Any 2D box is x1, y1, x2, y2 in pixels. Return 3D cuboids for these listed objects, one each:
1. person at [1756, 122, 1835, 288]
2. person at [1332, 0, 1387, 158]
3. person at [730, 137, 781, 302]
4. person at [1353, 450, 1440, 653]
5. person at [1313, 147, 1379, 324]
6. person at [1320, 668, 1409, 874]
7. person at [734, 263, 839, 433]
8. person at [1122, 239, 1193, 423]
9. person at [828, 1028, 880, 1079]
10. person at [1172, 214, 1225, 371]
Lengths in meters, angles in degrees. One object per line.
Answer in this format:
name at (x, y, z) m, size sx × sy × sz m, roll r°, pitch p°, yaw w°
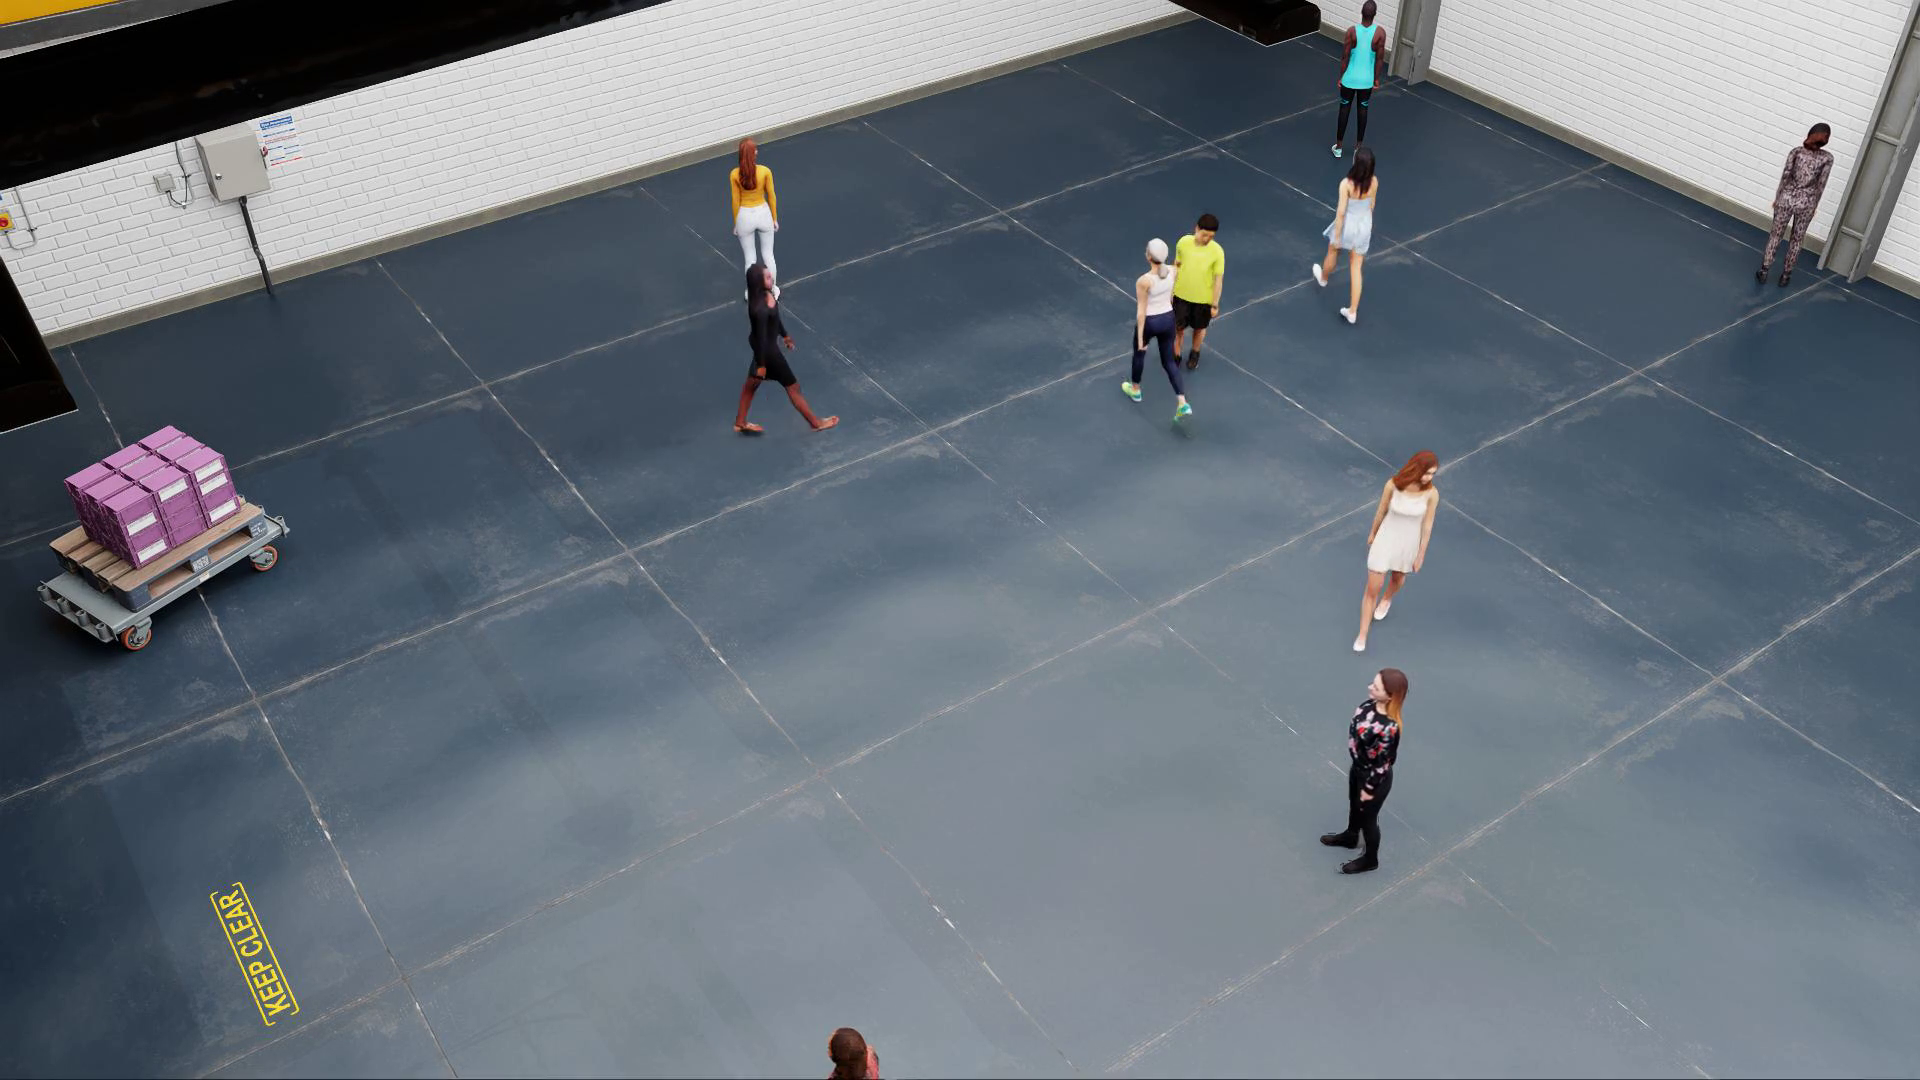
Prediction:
person at (8.246, -3.313, 16.405) m, size 0.639 × 1.713 × 0.728 m, roll 17°, pitch 42°, yaw 20°
person at (4.463, -5.165, 18.647) m, size 0.676 × 1.811 × 0.740 m, roll 7°, pitch 39°, yaw 9°
person at (-1.984, -3.073, 16.076) m, size 0.679 × 1.750 × 0.677 m, roll -7°, pitch 39°, yaw -9°
person at (3.278, -0.029, 12.334) m, size 1.066 × 1.664 × 1.010 m, roll 16°, pitch 41°, yaw 19°
person at (3.786, -2.888, 15.901) m, size 0.888 × 1.679 × 1.220 m, roll -8°, pitch 39°, yaw -10°
person at (2.605, 1.440, 10.477) m, size 0.758 × 1.685 × 0.680 m, roll 2°, pitch 39°, yaw 2°
person at (-1.750, -1.593, 14.285) m, size 1.038 × 1.672 × 1.172 m, roll -4°, pitch 39°, yaw -5°
person at (1.771, -1.807, 14.553) m, size 0.720 × 1.673 × 1.169 m, roll -16°, pitch 41°, yaw -20°
person at (-0.492, 3.055, 8.450) m, size 0.953 × 1.690 × 0.805 m, roll 21°, pitch 43°, yaw 25°
person at (2.138, -2.285, 15.159) m, size 0.822 × 1.662 × 0.879 m, roll 19°, pitch 42°, yaw 22°
